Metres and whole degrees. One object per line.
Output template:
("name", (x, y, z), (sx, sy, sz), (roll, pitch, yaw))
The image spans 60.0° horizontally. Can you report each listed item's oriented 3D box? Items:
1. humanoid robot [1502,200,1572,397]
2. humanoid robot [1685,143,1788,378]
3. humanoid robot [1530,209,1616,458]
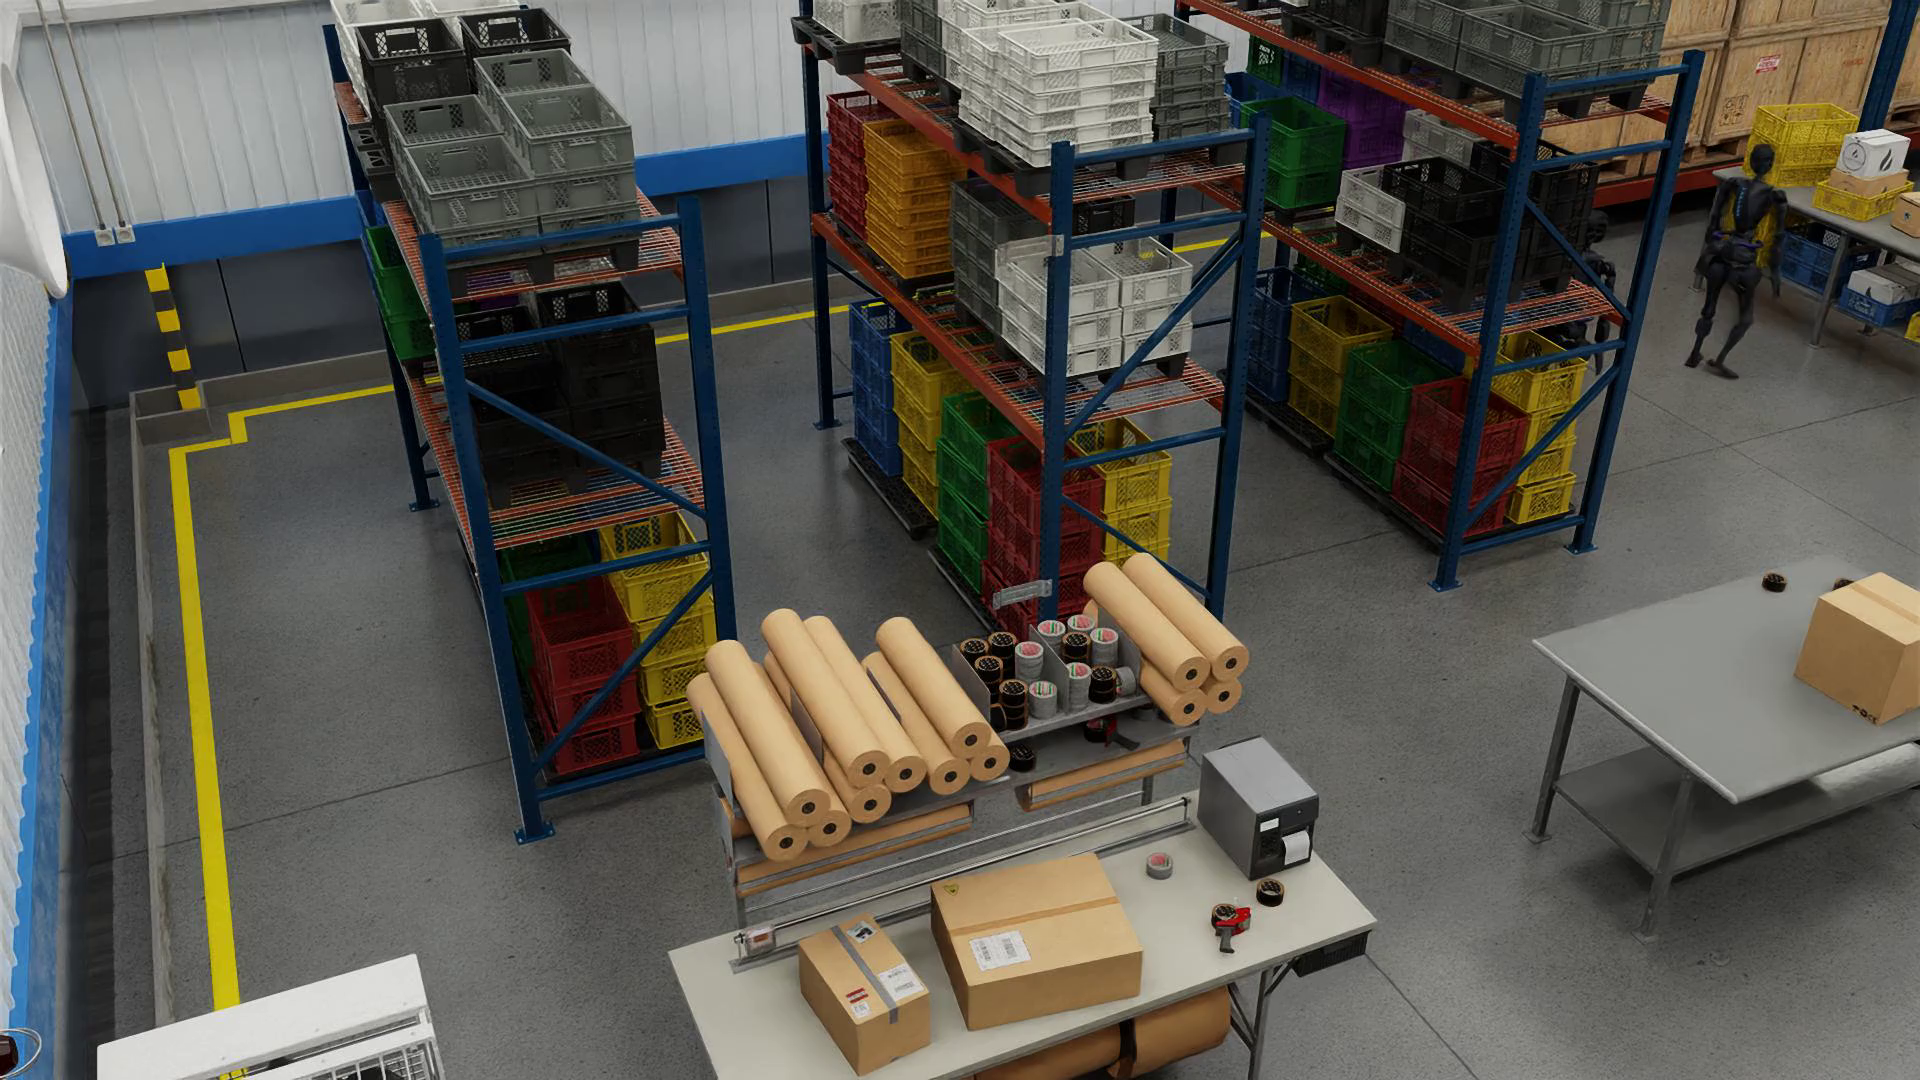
("humanoid robot", (3.837, -1.564, 11.166), (0.580, 1.652, 0.339), (-27, 40, -36))
("humanoid robot", (5.555, -1.990, 11.862), (0.364, 1.643, 0.636), (-19, 36, -28))
("humanoid robot", (3.942, -1.350, 10.819), (0.323, 1.651, 0.569), (-18, 36, -27))
